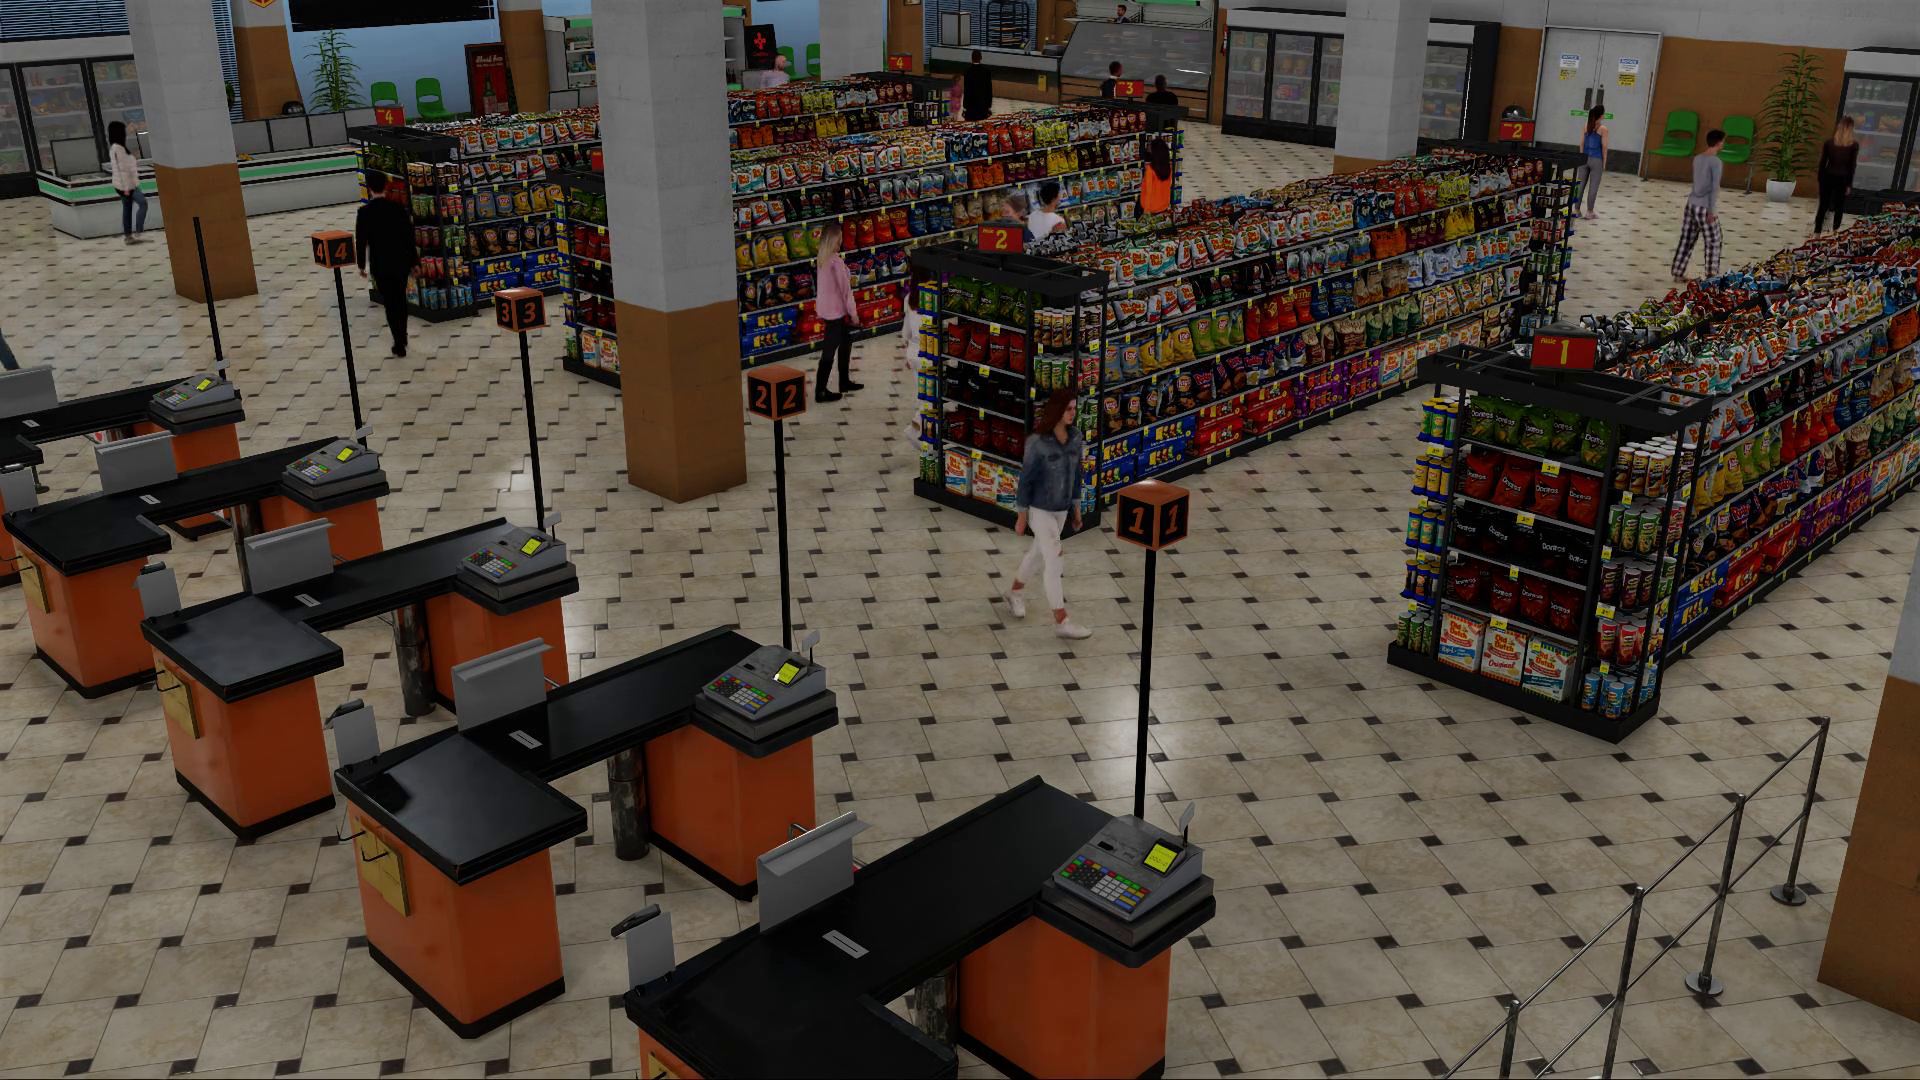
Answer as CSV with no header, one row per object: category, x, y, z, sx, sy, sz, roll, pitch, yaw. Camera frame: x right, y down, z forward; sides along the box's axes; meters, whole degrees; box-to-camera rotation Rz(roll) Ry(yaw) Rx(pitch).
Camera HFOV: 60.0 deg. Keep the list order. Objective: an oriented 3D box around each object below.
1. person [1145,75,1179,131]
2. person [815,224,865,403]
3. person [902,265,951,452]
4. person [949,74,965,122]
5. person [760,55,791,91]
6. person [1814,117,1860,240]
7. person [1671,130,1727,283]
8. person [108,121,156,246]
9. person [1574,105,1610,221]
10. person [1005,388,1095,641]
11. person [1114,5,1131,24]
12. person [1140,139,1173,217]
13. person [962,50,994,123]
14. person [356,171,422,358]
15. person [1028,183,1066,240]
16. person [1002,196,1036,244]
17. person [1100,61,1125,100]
person,3.105,-6.272,25.757,0.723,1.818,0.810,-3,22,-6
person,-1.279,-2.106,15.594,0.874,1.666,0.765,-8,23,-19
person,-0.315,-1.544,14.177,0.656,1.680,0.872,17,27,36
person,-0.096,-8.637,32.727,0.521,1.010,0.597,10,24,22
person,-3.206,-7.351,28.468,0.629,1.799,0.866,-7,23,-17
person,11.596,-4.723,22.122,0.686,1.655,1.092,18,28,37
person,8.891,-4.005,20.105,1.062,1.826,0.905,-7,23,-18
person,-11.220,-4.751,22.231,0.624,1.624,0.579,19,29,39
person,9.122,-5.459,24.013,0.541,1.610,0.569,-19,28,-38
person,0.506,-0.197,10.847,0.988,1.662,0.701,-15,26,-32
person,3.719,-11.421,38.507,0.566,1.868,0.625,-20,29,-40
person,2.385,-3.975,20.134,0.689,1.749,0.506,18,28,37
person,0.285,-7.412,28.480,0.720,1.904,0.857,-7,23,-17
person,-5.835,-2.808,17.069,0.903,1.869,0.906,-14,26,-31
person,0.785,-2.722,17.010,1.157,1.754,0.750,-15,26,-32
person,0.599,-2.356,15.969,1.075,1.850,0.864,-10,24,-24
person,2.343,-6.655,26.599,1.014,1.902,0.828,-13,25,-29
